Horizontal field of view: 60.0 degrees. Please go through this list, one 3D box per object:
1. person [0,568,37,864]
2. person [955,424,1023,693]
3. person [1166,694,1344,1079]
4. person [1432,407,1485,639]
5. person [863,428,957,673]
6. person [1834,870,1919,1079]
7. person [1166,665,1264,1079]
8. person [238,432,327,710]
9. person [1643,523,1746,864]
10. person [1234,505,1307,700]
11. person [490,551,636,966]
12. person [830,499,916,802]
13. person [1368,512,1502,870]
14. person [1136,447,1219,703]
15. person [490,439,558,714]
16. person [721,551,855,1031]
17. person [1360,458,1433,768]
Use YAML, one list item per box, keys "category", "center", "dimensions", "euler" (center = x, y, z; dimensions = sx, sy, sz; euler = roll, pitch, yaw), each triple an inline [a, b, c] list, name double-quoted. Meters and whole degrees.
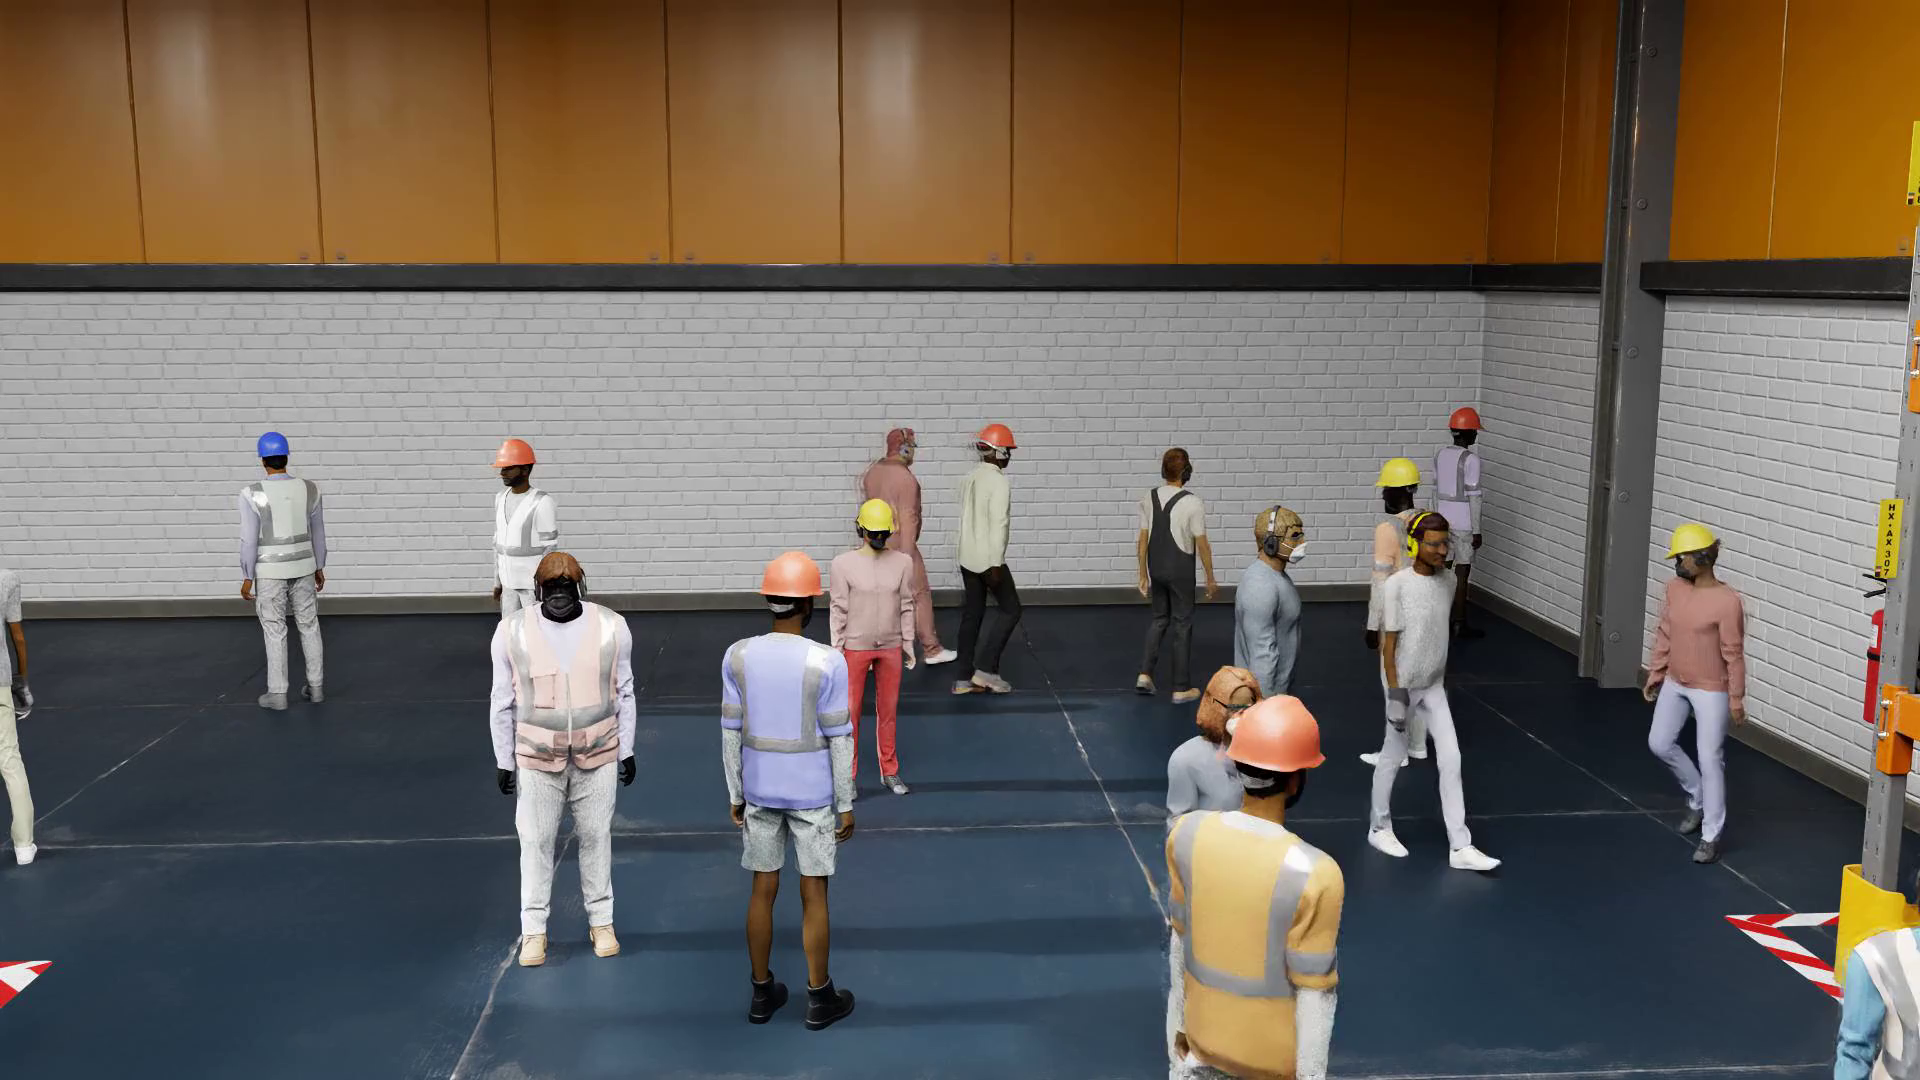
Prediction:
- category: "person"
  center: [-5.006, 0.765, 8.446]
  dimensions: [0.513, 1.871, 0.329]
  euler: [-8, 12, -41]
- category: "person"
  center: [0.195, 0.145, 12.049]
  dimensions: [0.551, 1.960, 0.633]
  euler: [-5, 10, -27]
- category: "person"
  center: [0.741, 1.375, 4.510]
  dimensions: [0.552, 1.914, 0.807]
  euler: [8, 12, 40]
- category: "person"
  center: [4.186, -0.143, 13.938]
  dimensions: [0.360, 1.938, 0.545]
  euler: [-4, 10, -24]
- category: "person"
  center: [-0.408, 0.071, 12.780]
  dimensions: [0.899, 1.868, 0.663]
  euler: [-7, 11, -37]
- category: "person"
  center: [2.499, 1.563, 4.229]
  dimensions: [0.539, 1.613, 0.619]
  euler: [2, 9, 12]
- category: "person"
  center: [0.968, 1.257, 6.101]
  dimensions: [0.507, 1.631, 0.273]
  euler: [-5, 11, -31]
- category: "person"
  center: [-4.753, 0.212, 11.682]
  dimensions: [0.395, 1.943, 0.617]
  euler: [8, 12, 41]
- category: "person"
  center: [3.916, 0.778, 8.755]
  dimensions: [0.424, 1.739, 0.574]
  euler: [-3, 10, -19]
- category: "person"
  center: [1.501, 0.788, 8.086]
  dimensions: [0.357, 1.938, 0.637]
  euler: [2, 9, 13]
- category: "person"
  center: [-1.739, 0.954, 7.350]
  dimensions: [0.632, 1.842, 0.429]
  euler: [-3, 10, -18]
- category: "person"
  center: [-0.498, 0.630, 9.645]
  dimensions: [0.522, 1.761, 0.322]
  euler: [-4, 10, -23]
- category: "person"
  center: [2.414, 0.780, 8.465]
  dimensions: [0.550, 1.834, 0.881]
  euler: [-5, 10, -26]
- category: "person"
  center: [1.529, 0.260, 11.741]
  dimensions: [0.549, 1.835, 0.450]
  euler: [8, 12, 41]
- category: "person"
  center: [-2.975, 0.277, 11.295]
  dimensions: [0.542, 1.939, 0.366]
  euler: [6, 11, 32]
- category: "person"
  center: [-0.677, 1.006, 6.732]
  dimensions: [0.552, 1.932, 0.377]
  euler: [3, 9, 17]
- category: "person"
  center: [2.723, 0.448, 10.303]
  dimensions: [0.589, 1.917, 0.404]
  euler: [-7, 12, -39]
